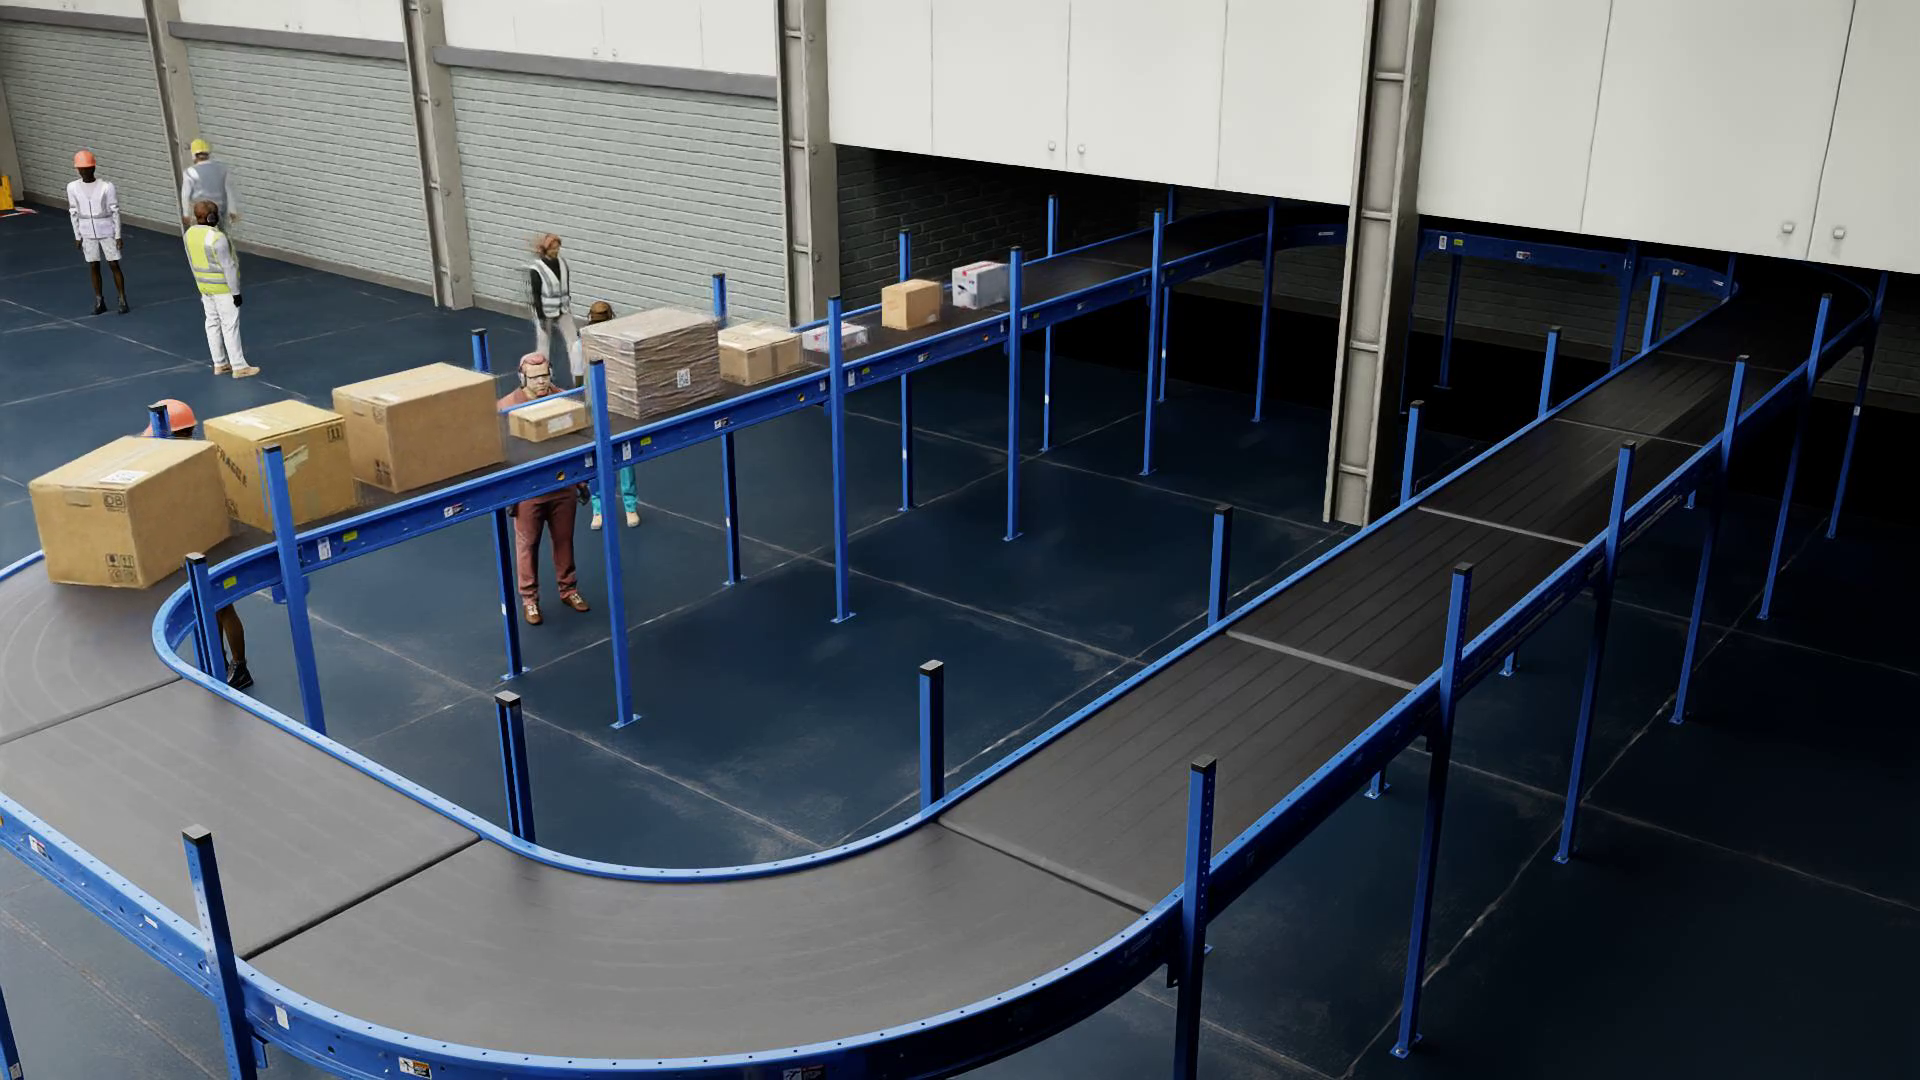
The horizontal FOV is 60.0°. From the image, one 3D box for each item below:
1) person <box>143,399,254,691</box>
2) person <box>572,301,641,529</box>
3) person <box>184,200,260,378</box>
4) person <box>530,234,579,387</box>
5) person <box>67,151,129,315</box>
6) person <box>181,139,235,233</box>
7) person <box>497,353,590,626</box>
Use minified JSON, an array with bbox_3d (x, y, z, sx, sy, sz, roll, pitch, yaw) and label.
[{"bbox_3d":[-4.777,0.053,10.413,0.546,1.938,0.360,17,27,36],"label":"person"},{"bbox_3d":[-2.783,-0.989,13.184,0.506,1.846,0.345,-4,22,-11],"label":"person"},{"bbox_3d":[-7.698,-2.610,17.306,0.627,1.845,0.429,12,24,28],"label":"person"},{"bbox_3d":[-4.015,-2.256,16.718,0.765,1.606,0.553,14,25,31],"label":"person"},{"bbox_3d":[-10.282,-3.658,19.835,0.545,1.942,0.354,-5,22,-12],"label":"person"},{"bbox_3d":[-9.829,-4.311,21.690,0.913,1.782,0.608,17,27,36],"label":"person"},{"bbox_3d":[-2.866,-0.366,11.519,0.639,1.911,0.402,-14,26,-32],"label":"person"}]
